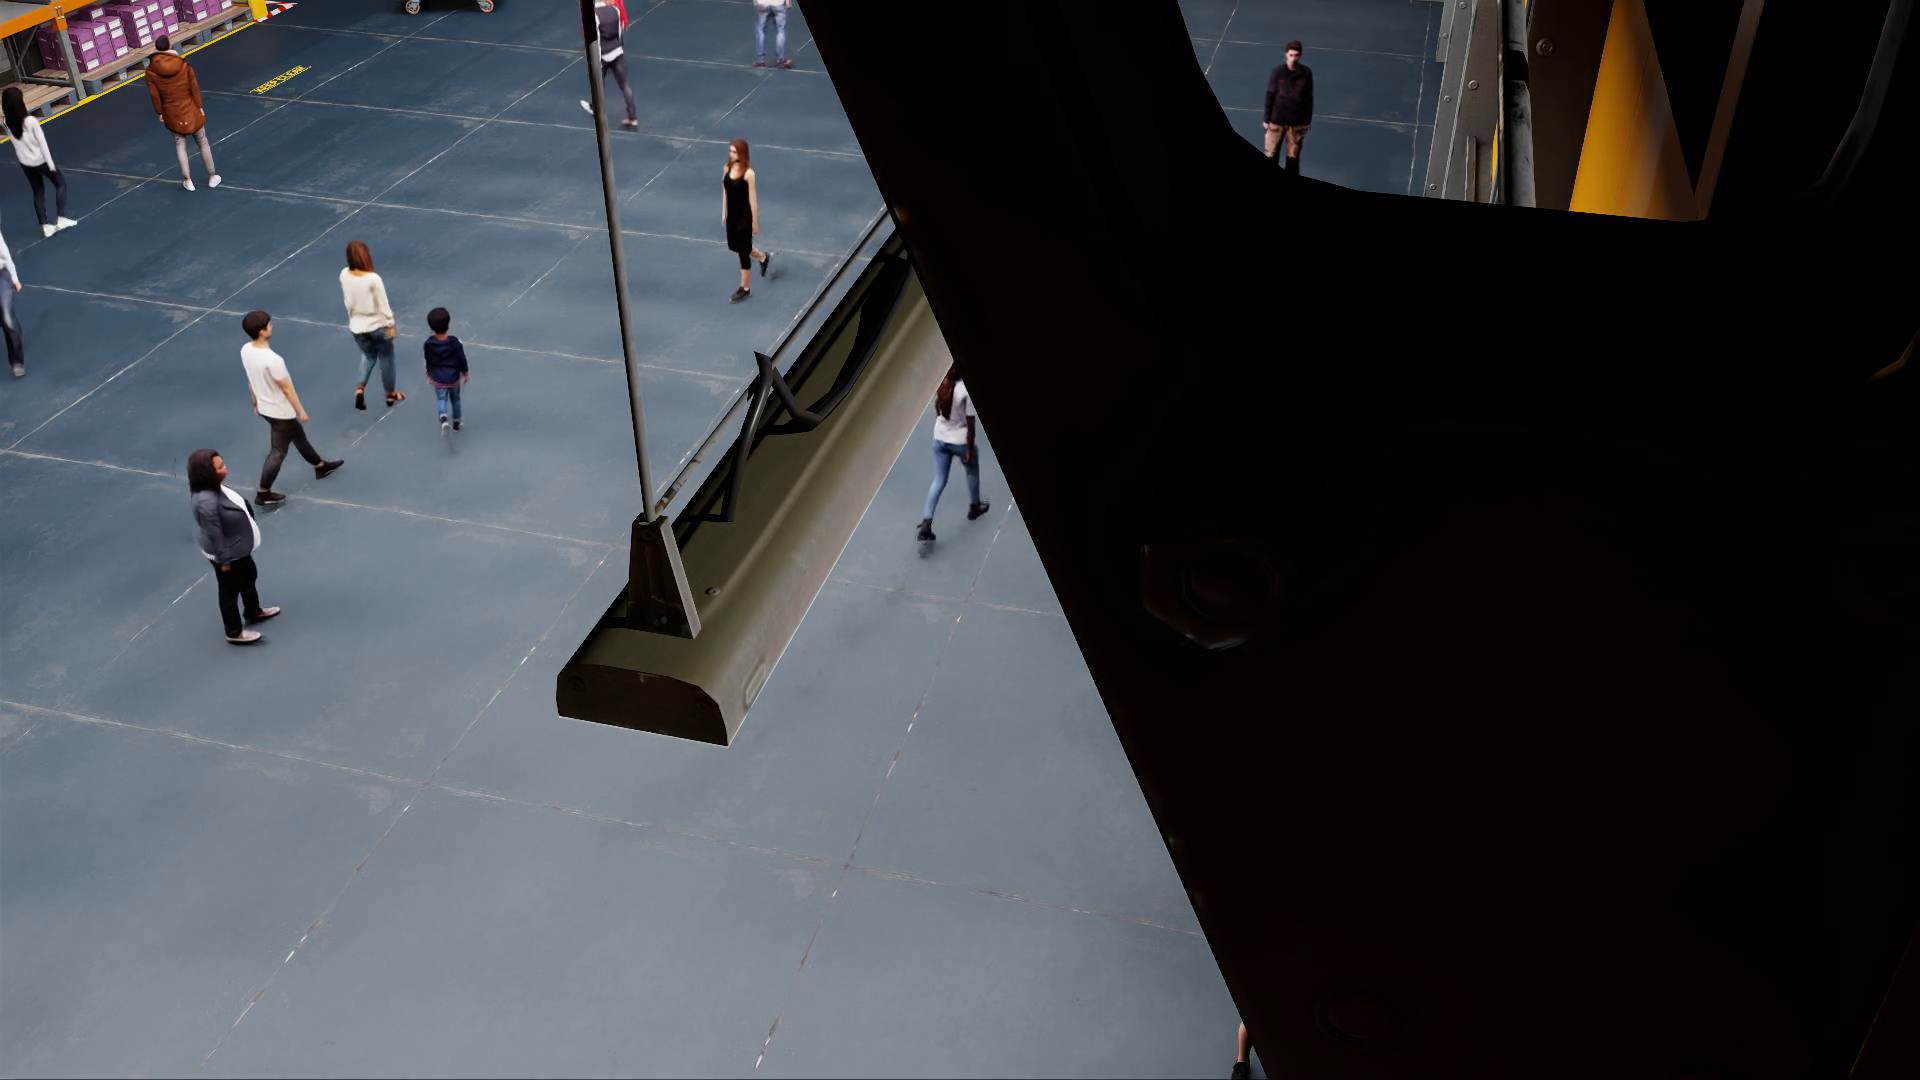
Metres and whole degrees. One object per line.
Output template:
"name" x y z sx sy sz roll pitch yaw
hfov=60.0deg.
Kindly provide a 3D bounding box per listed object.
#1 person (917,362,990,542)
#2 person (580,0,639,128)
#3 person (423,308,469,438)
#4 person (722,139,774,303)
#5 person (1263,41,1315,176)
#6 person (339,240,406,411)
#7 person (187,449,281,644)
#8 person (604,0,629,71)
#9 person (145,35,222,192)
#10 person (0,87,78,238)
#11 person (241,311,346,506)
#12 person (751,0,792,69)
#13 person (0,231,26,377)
"person" -0.104 -0.741 13.342 0.843 1.686 1.184 20 39 27
"person" -4.470 -6.184 21.455 1.142 1.770 1.284 27 42 34
"person" -4.606 -1.471 14.869 0.659 1.210 0.753 -6 34 -9
"person" -2.207 -3.359 17.256 0.827 1.713 1.022 24 41 32
"person" 3.794 -4.843 19.301 0.743 1.922 0.659 3 34 4
"person" -5.405 -1.906 15.113 0.643 1.666 0.812 11 35 15
"person" -5.444 0.045 12.247 0.861 1.588 0.783 -10 35 -15
"person" -4.900 -7.228 23.474 0.495 1.273 0.495 9 35 13
"person" -9.214 -5.057 19.697 0.850 1.839 0.894 -12 35 -17
"person" -10.341 -4.171 18.500 0.637 1.688 0.600 7 34 10
"person" -5.746 -1.064 13.834 0.988 1.679 1.206 27 42 35
"person" -2.653 -7.601 23.547 0.808 1.813 0.733 9 35 13
"person" -9.271 -2.510 15.910 1.049 1.788 1.249 -9 35 -13
